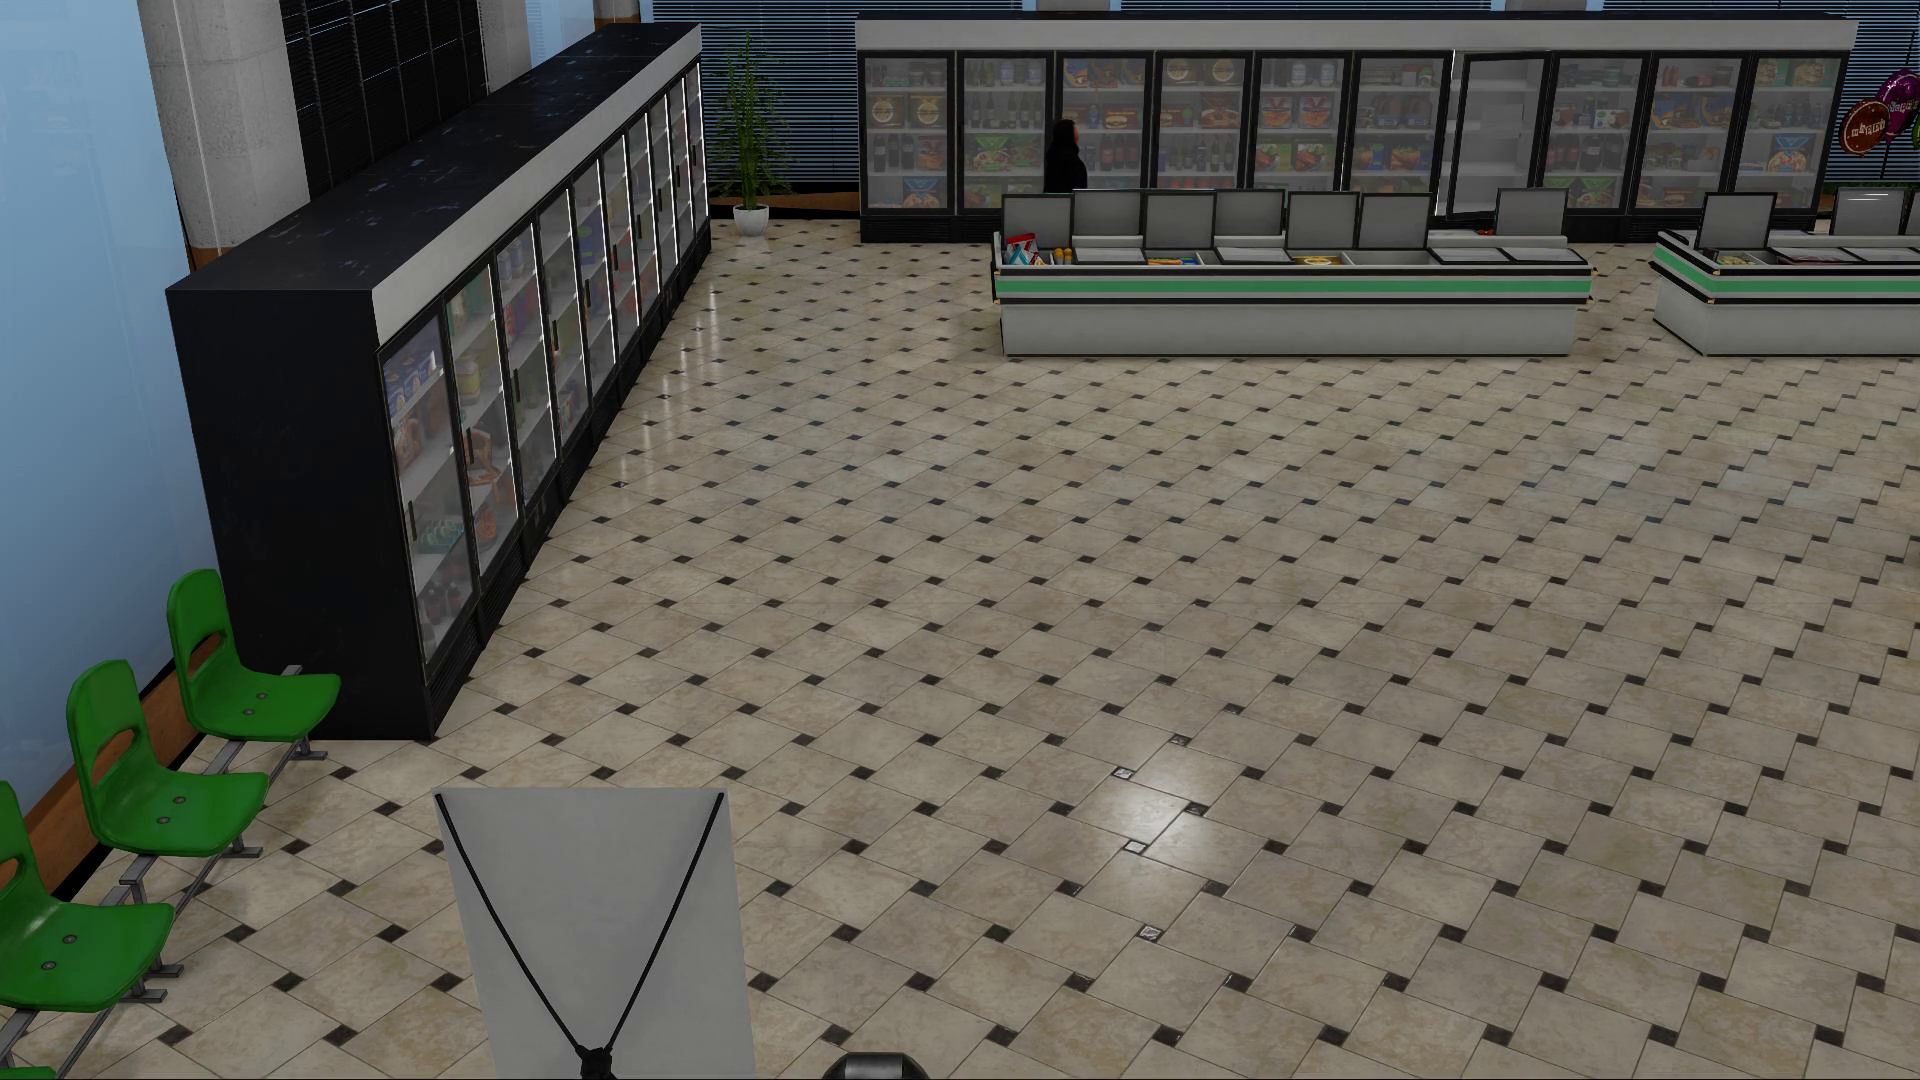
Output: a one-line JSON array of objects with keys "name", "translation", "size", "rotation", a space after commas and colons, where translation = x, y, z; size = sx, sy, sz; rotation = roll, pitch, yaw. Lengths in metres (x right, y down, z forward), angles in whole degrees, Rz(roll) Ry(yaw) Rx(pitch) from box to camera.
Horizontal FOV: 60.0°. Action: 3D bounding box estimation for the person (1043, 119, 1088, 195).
[{"name": "person", "translation": [0.969, -3.165, 15.782], "size": [0.789, 1.616, 0.761], "rotation": [-13, 27, -27]}]
